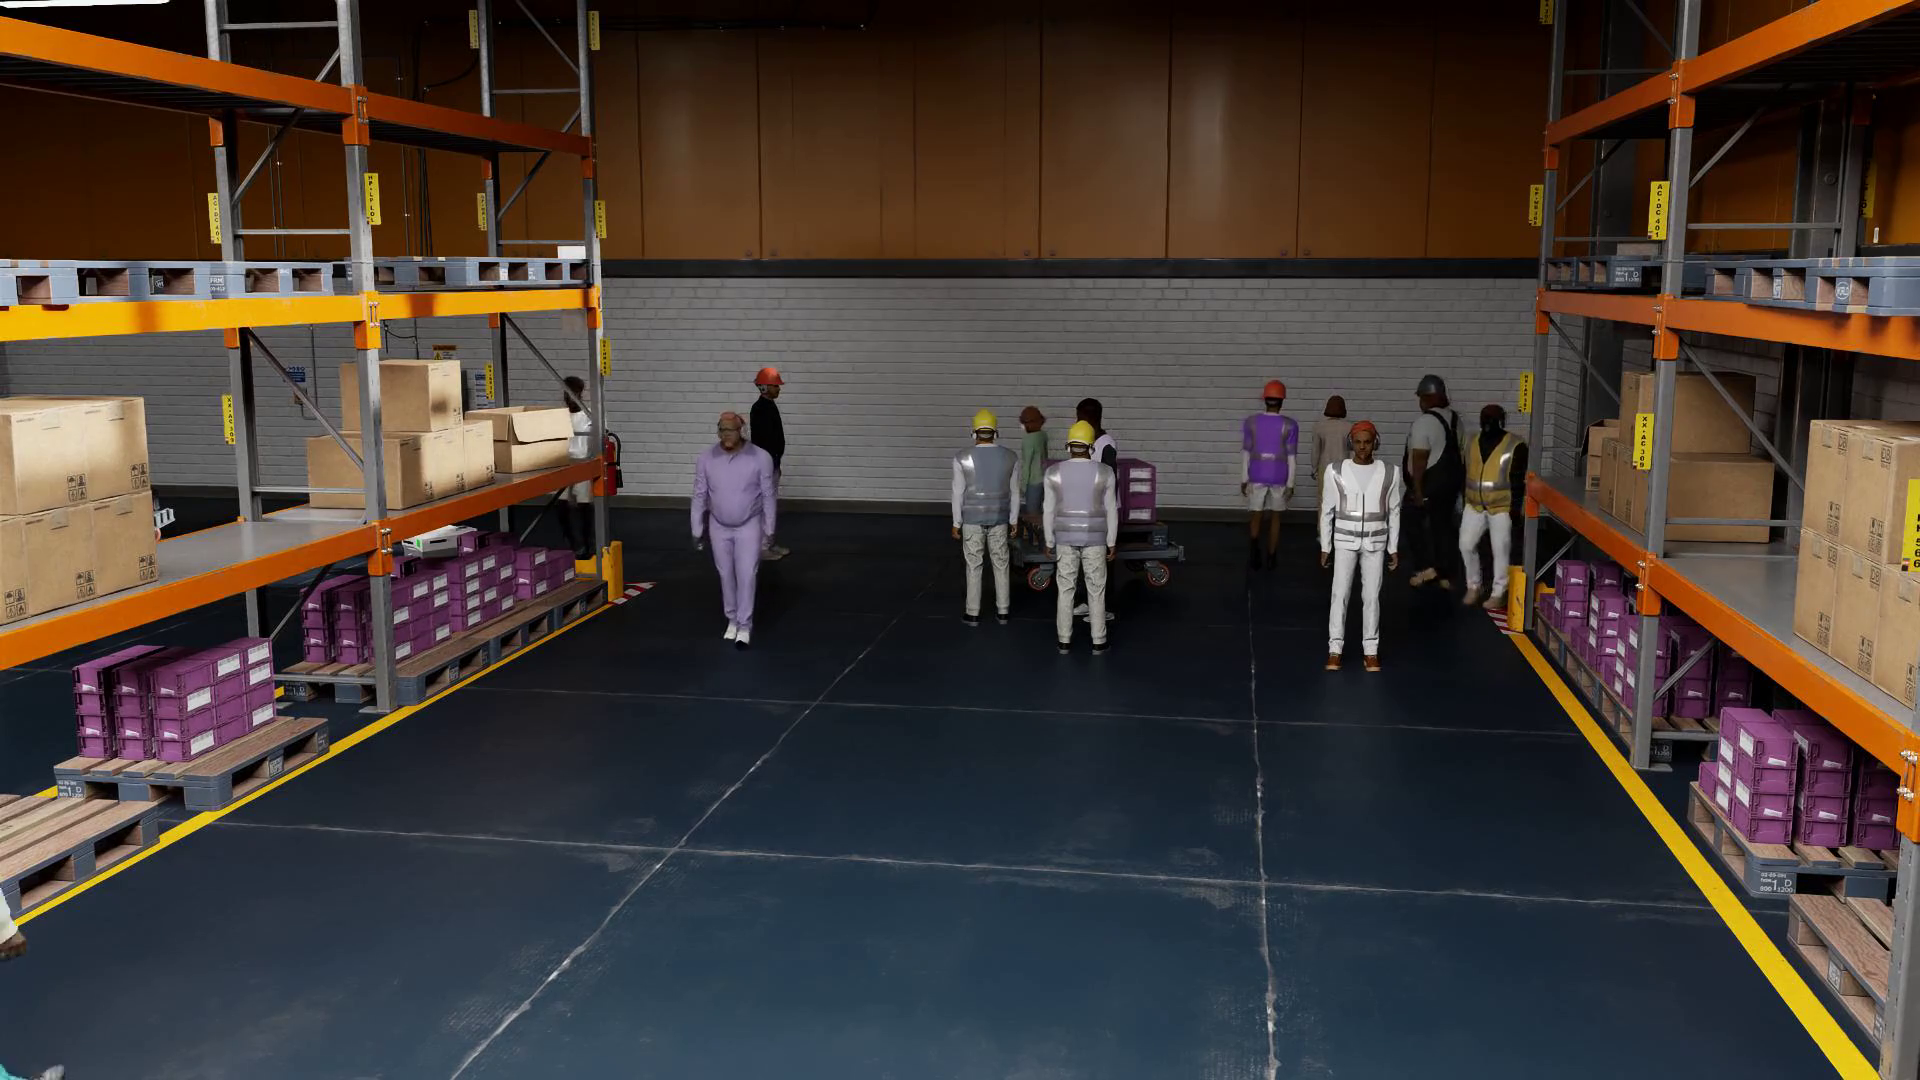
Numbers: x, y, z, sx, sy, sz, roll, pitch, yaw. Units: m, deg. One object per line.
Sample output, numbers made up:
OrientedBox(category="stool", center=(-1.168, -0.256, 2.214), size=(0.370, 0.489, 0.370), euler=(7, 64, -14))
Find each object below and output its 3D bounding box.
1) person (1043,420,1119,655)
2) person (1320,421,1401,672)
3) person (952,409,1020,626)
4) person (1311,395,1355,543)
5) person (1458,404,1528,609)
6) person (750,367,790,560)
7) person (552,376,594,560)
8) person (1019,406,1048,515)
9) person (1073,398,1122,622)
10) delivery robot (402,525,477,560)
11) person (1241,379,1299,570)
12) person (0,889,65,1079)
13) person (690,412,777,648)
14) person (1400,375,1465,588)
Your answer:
OrientedBox(category="person", center=(0.945, -0.015, 12.973), size=(0.586, 1.835, 0.403), euler=(2, 9, 11))
OrientedBox(category="person", center=(2.985, 0.049, 12.426), size=(0.587, 1.882, 0.342), euler=(1, 9, 8))
OrientedBox(category="person", center=(0.210, -0.187, 14.042), size=(0.600, 1.829, 0.404), euler=(-2, 9, -14))
OrientedBox(category="person", center=(4.097, -0.766, 18.225), size=(0.498, 1.634, 0.281), euler=(3, 10, 16))
OrientedBox(category="person", center=(4.690, -0.288, 14.690), size=(0.643, 1.824, 0.456), euler=(8, 12, 41))
OrientedBox(category="person", center=(-1.990, -0.799, 17.315), size=(0.383, 1.993, 0.622), euler=(1, 9, 8))
OrientedBox(category="person", center=(-3.894, -0.705, 16.869), size=(0.625, 1.944, 0.434), euler=(1, 9, 8))
OrientedBox(category="person", center=(0.783, -0.589, 17.223), size=(0.304, 1.608, 0.607), euler=(4, 10, 23))
OrientedBox(category="person", center=(1.168, -0.258, 14.233), size=(0.383, 1.912, 0.591), euler=(-3, 10, -19))
OrientedBox(category="delivery robot", center=(-5.150, 0.010, 16.466), size=(0.477, 0.478, 0.707), euler=(8, 12, 41))
OrientedBox(category="person", center=(3.051, -0.620, 16.442), size=(0.564, 1.924, 0.650), euler=(3, 10, 18))
OrientedBox(category="person", center=(-3.362, 1.265, 5.429), size=(0.525, 1.717, 0.920), euler=(4, 10, 24))
OrientedBox(category="person", center=(-1.828, -0.071, 13.219), size=(0.662, 1.867, 0.904), euler=(1, 9, 7))
OrientedBox(category="person", center=(4.433, -0.556, 15.676), size=(0.697, 2.000, 0.544), euler=(-6, 11, -33))
